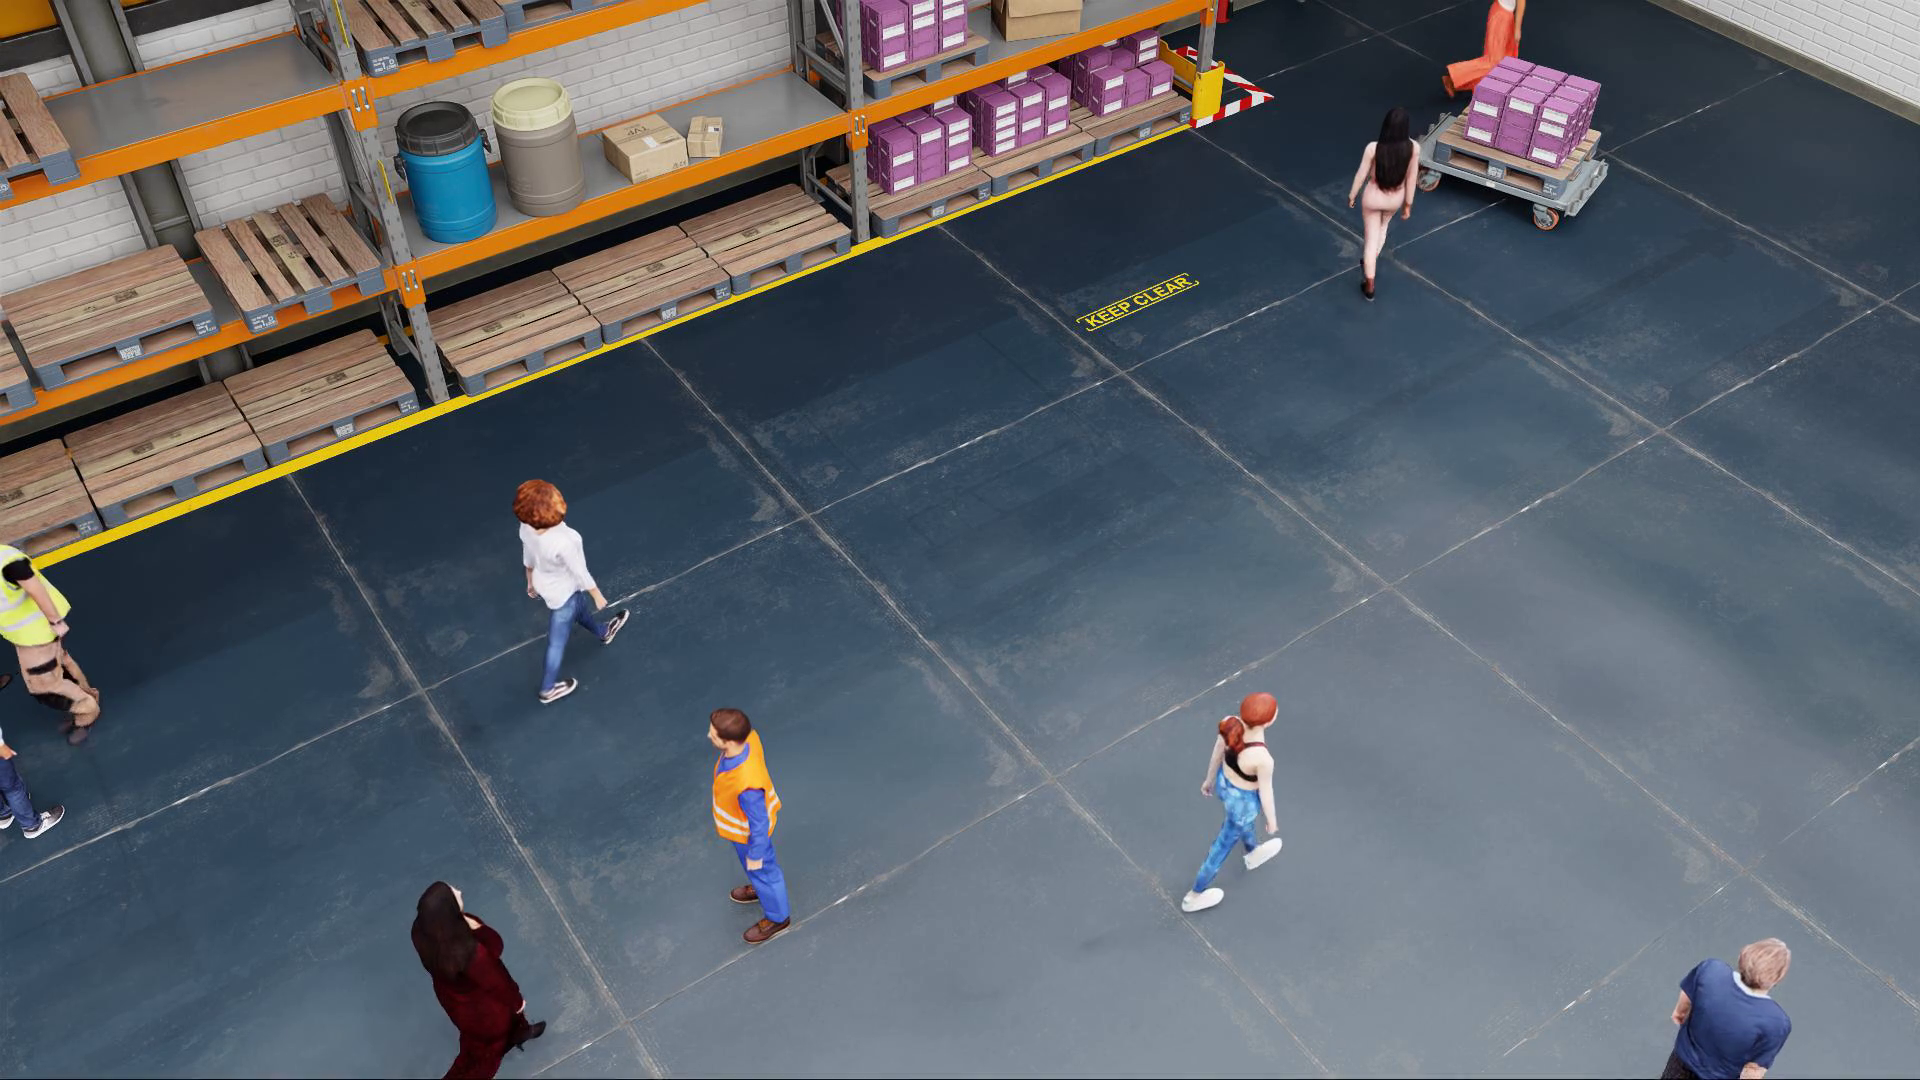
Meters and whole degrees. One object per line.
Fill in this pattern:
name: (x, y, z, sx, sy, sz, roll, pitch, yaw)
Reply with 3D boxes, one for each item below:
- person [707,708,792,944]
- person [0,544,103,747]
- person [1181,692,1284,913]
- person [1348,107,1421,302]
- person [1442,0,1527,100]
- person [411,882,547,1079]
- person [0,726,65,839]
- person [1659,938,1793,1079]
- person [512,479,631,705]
person: (-1.158, 1.551, 9.164, 0.717, 1.861, 0.766, -12, 45, -13)
person: (-5.738, 0.468, 10.331, 0.865, 1.818, 0.892, 17, 46, 17)
person: (1.468, 1.506, 9.285, 1.019, 1.760, 0.684, -20, 47, -20)
person: (3.517, -2.740, 13.781, 0.879, 1.705, 0.914, -3, 44, -3)
person: (5.138, -4.971, 16.071, 1.066, 1.776, 0.935, -1, 44, -1)
person: (-2.506, 2.377, 8.399, 0.816, 1.720, 1.143, 32, 52, 29)
person: (-5.792, 1.180, 9.774, 0.618, 1.555, 0.655, 17, 46, 17)
person: (3.599, 2.581, 8.086, 0.694, 1.856, 0.675, -27, 50, -25)
person: (-2.629, 0.357, 10.554, 0.792, 1.672, 1.138, 33, 53, 30)
